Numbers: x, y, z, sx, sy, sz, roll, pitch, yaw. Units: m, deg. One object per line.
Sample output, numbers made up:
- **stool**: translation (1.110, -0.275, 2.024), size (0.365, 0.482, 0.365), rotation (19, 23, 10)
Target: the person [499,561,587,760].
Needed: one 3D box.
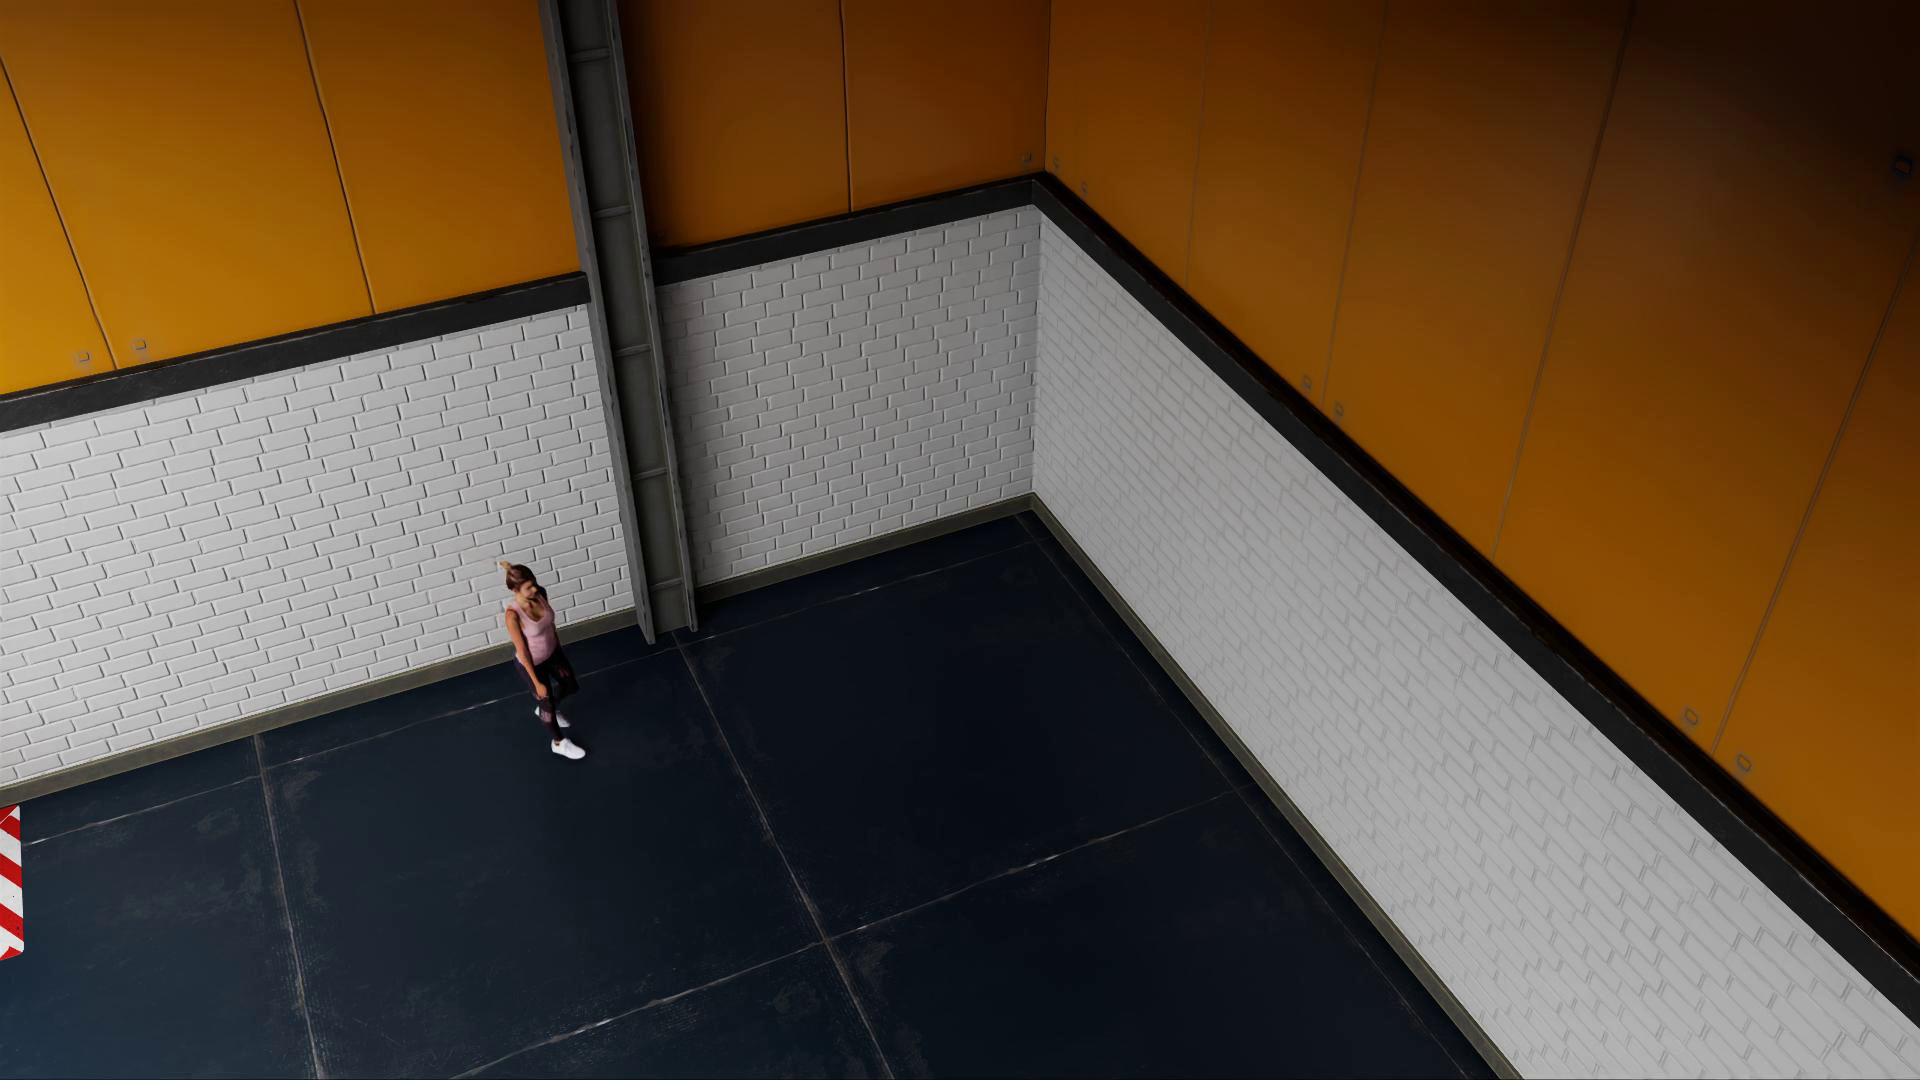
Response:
- **person**: translation (-2.875, 0.789, 11.160), size (0.829, 1.644, 0.786), rotation (15, 41, 18)
